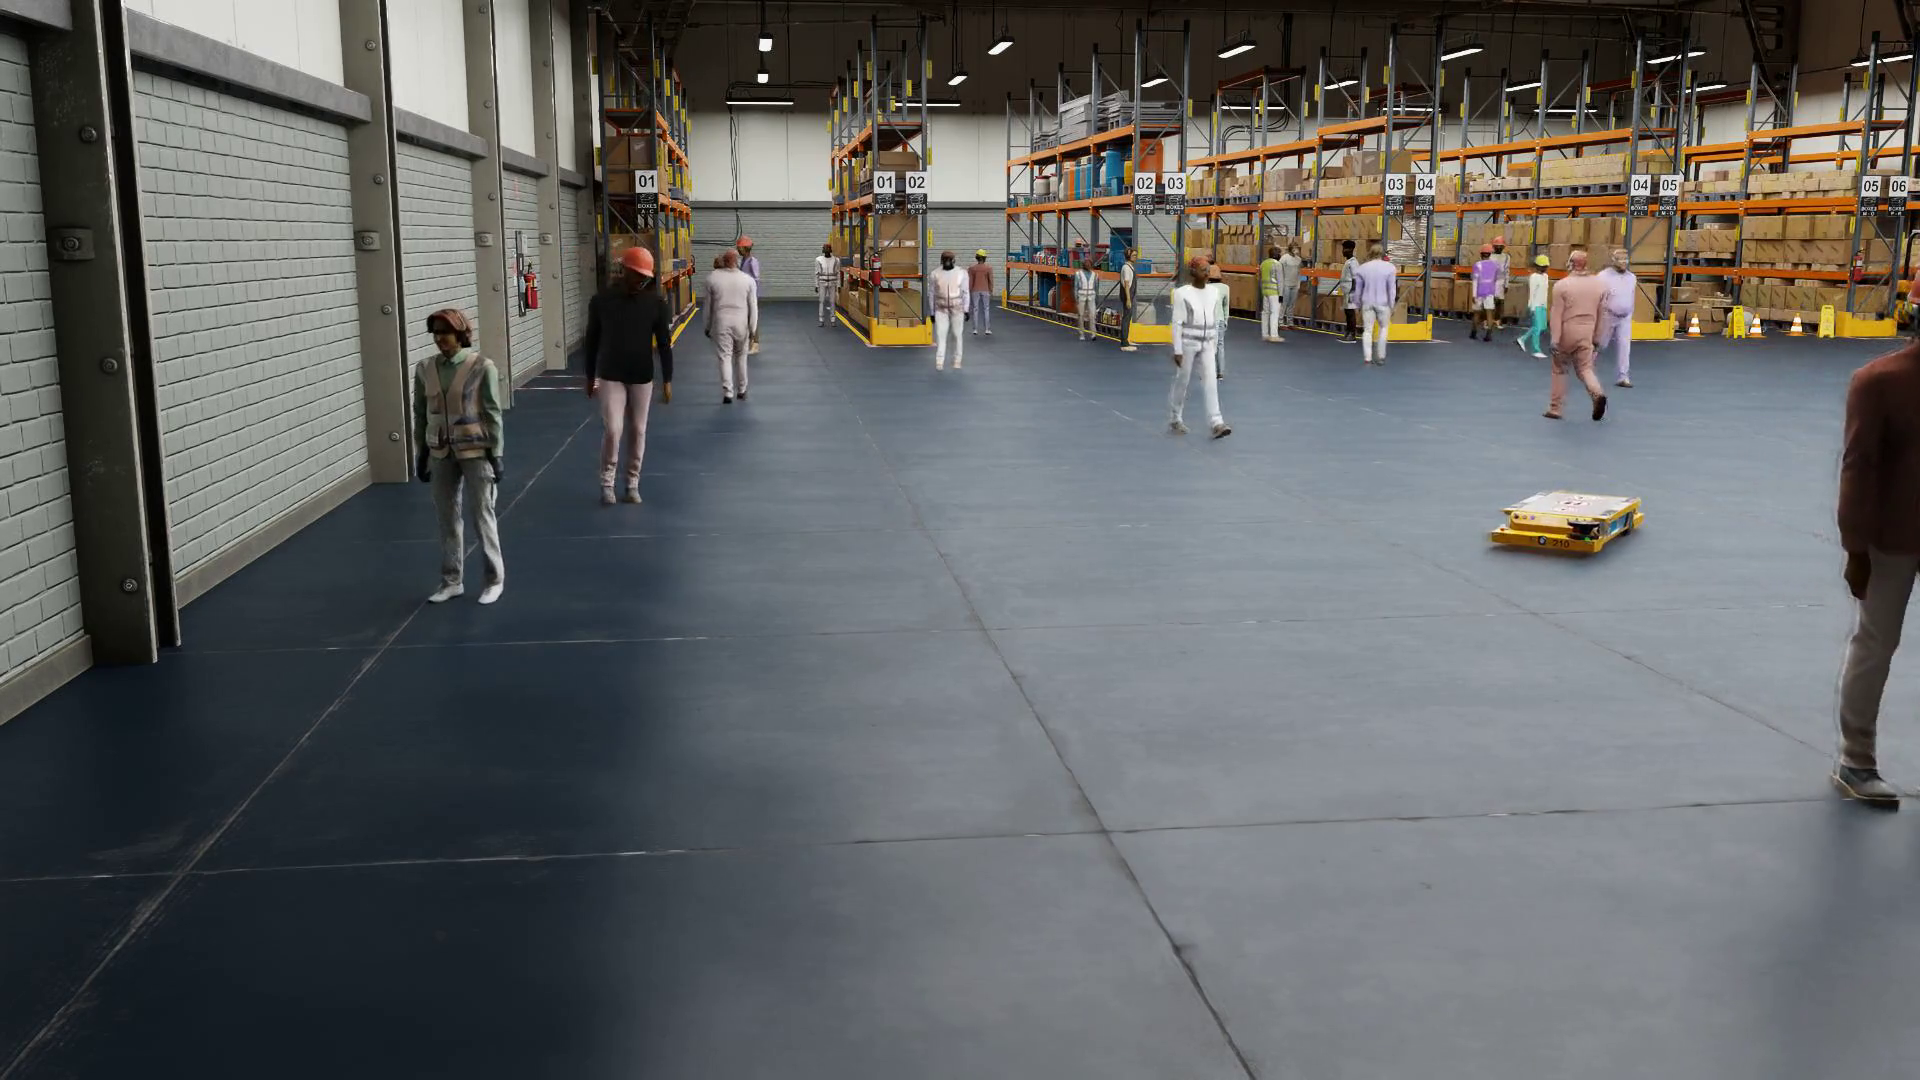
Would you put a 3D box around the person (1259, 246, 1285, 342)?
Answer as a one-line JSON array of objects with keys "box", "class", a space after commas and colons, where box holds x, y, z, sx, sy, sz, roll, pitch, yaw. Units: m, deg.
[{"box": [6.093, -4.782, 32.355, 0.429, 1.841, 0.634, -5, 11, -26], "class": "person"}]

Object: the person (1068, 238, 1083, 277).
[{"box": [3.525, -7.999, 49.585, 0.623, 1.992, 0.421, -2, 11, -11], "class": "person"}]

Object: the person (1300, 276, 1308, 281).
[{"box": [9.000, -6.863, 44.162, 0.537, 1.695, 0.321, 0, 10, 0], "class": "person"}]

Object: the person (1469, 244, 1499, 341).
[{"box": [10.298, -4.849, 32.631, 0.558, 1.885, 1.023, 0, 10, 0], "class": "person"}]

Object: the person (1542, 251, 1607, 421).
[{"box": [6.824, -2.243, 18.354, 0.653, 1.884, 0.792, -2, 11, -12], "class": "person"}]

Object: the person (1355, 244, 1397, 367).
[{"box": [6.569, -3.703, 26.262, 0.654, 1.900, 0.875, 5, 11, 24], "class": "person"}]

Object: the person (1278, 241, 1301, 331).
[{"box": [7.126, -5.482, 35.963, 0.632, 1.931, 0.374, -8, 13, -37], "class": "person"}]

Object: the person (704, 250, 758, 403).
[{"box": [-2.829, -2.636, 20.552, 0.653, 1.856, 0.992, -1, 10, -8], "class": "person"}]

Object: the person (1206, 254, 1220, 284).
[{"box": [5.764, -5.817, 38.597, 0.531, 1.634, 0.283, 0, 10, 2], "class": "person"}]

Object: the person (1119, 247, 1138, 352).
[{"box": [3.001, -4.273, 29.553, 0.331, 1.844, 0.520, 1, 10, 7], "class": "person"}]

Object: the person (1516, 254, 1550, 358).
[{"box": [9.682, -3.941, 28.029, 0.509, 1.734, 0.540, 9, 14, 41], "class": "person"}]

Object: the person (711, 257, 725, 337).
[{"box": [-4.824, -4.912, 33.663, 0.495, 1.625, 0.280, -10, 14, -42], "class": "person"}]

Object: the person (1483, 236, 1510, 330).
[{"box": [11.669, -5.574, 36.179, 0.606, 2.035, 0.405, -1, 10, -6], "class": "person"}]

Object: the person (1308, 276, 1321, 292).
[{"box": [9.893, -7.304, 46.542, 0.501, 1.702, 0.517, 6, 12, 32], "class": "person"}]

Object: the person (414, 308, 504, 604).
[{"box": [-2.763, -0.458, 9.211, 0.522, 1.641, 0.313, 3, 11, 14], "class": "person"}]

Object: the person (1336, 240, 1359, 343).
[{"box": [7.471, -4.768, 31.934, 0.365, 1.964, 0.610, 0, 10, 2], "class": "person"}]

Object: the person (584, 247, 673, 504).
[{"box": [-2.493, -1.226, 12.555, 0.636, 1.947, 0.596, -4, 11, -19], "class": "person"}]

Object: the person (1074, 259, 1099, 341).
[{"box": [2.470, -4.675, 32.433, 0.518, 1.594, 0.853, -1, 10, -6], "class": "person"}]

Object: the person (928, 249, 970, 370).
[{"box": [-0.168, -3.520, 25.474, 0.636, 1.848, 0.429, 0, 10, 3], "class": "person"}]

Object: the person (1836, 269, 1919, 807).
[{"box": [3.354, 0.014, 5.707, 0.646, 1.965, 0.751, -1, 10, -3], "class": "person"}]

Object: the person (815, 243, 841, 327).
[{"box": [-2.994, -5.770, 37.654, 0.583, 1.882, 0.337, -1, 10, -6], "class": "person"}]

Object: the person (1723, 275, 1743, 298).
[{"box": [20.904, -7.106, 44.905, 0.582, 1.918, 0.405, -2, 10, -9], "class": "person"}]

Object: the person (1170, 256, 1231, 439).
[{"box": [2.411, -1.944, 16.824, 0.597, 1.827, 1.010, -4, 11, -23], "class": "person"}]

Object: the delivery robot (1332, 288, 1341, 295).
[{"box": [11.469, -7.335, 49.625, 0.707, 0.478, 0.477, 3, 11, 14], "class": "delivery robot"}]

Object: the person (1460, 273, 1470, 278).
[{"box": [15.167, -8.008, 49.901, 0.677, 1.897, 0.590, -3, 11, -14], "class": "person"}]

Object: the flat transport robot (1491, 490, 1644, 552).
[{"box": [4.129, -0.145, 11.244, 0.652, 0.197, 1.431, 7, 12, 33], "class": "flat transport robot"}]

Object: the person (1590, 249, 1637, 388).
[{"box": [8.911, -3.037, 22.722, 0.644, 1.876, 0.936, -2, 10, -8], "class": "person"}]

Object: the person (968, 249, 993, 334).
[{"box": [0.432, -5.164, 34.664, 0.526, 1.765, 0.329, 2, 10, 9], "class": "person"}]

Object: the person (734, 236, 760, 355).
[{"box": [-3.679, -4.199, 28.609, 0.390, 2.040, 0.614, -6, 12, -30], "class": "person"}]

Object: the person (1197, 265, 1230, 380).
[{"box": [3.587, -3.087, 23.632, 0.499, 1.633, 0.286, -3, 11, -17], "class": "person"}]
